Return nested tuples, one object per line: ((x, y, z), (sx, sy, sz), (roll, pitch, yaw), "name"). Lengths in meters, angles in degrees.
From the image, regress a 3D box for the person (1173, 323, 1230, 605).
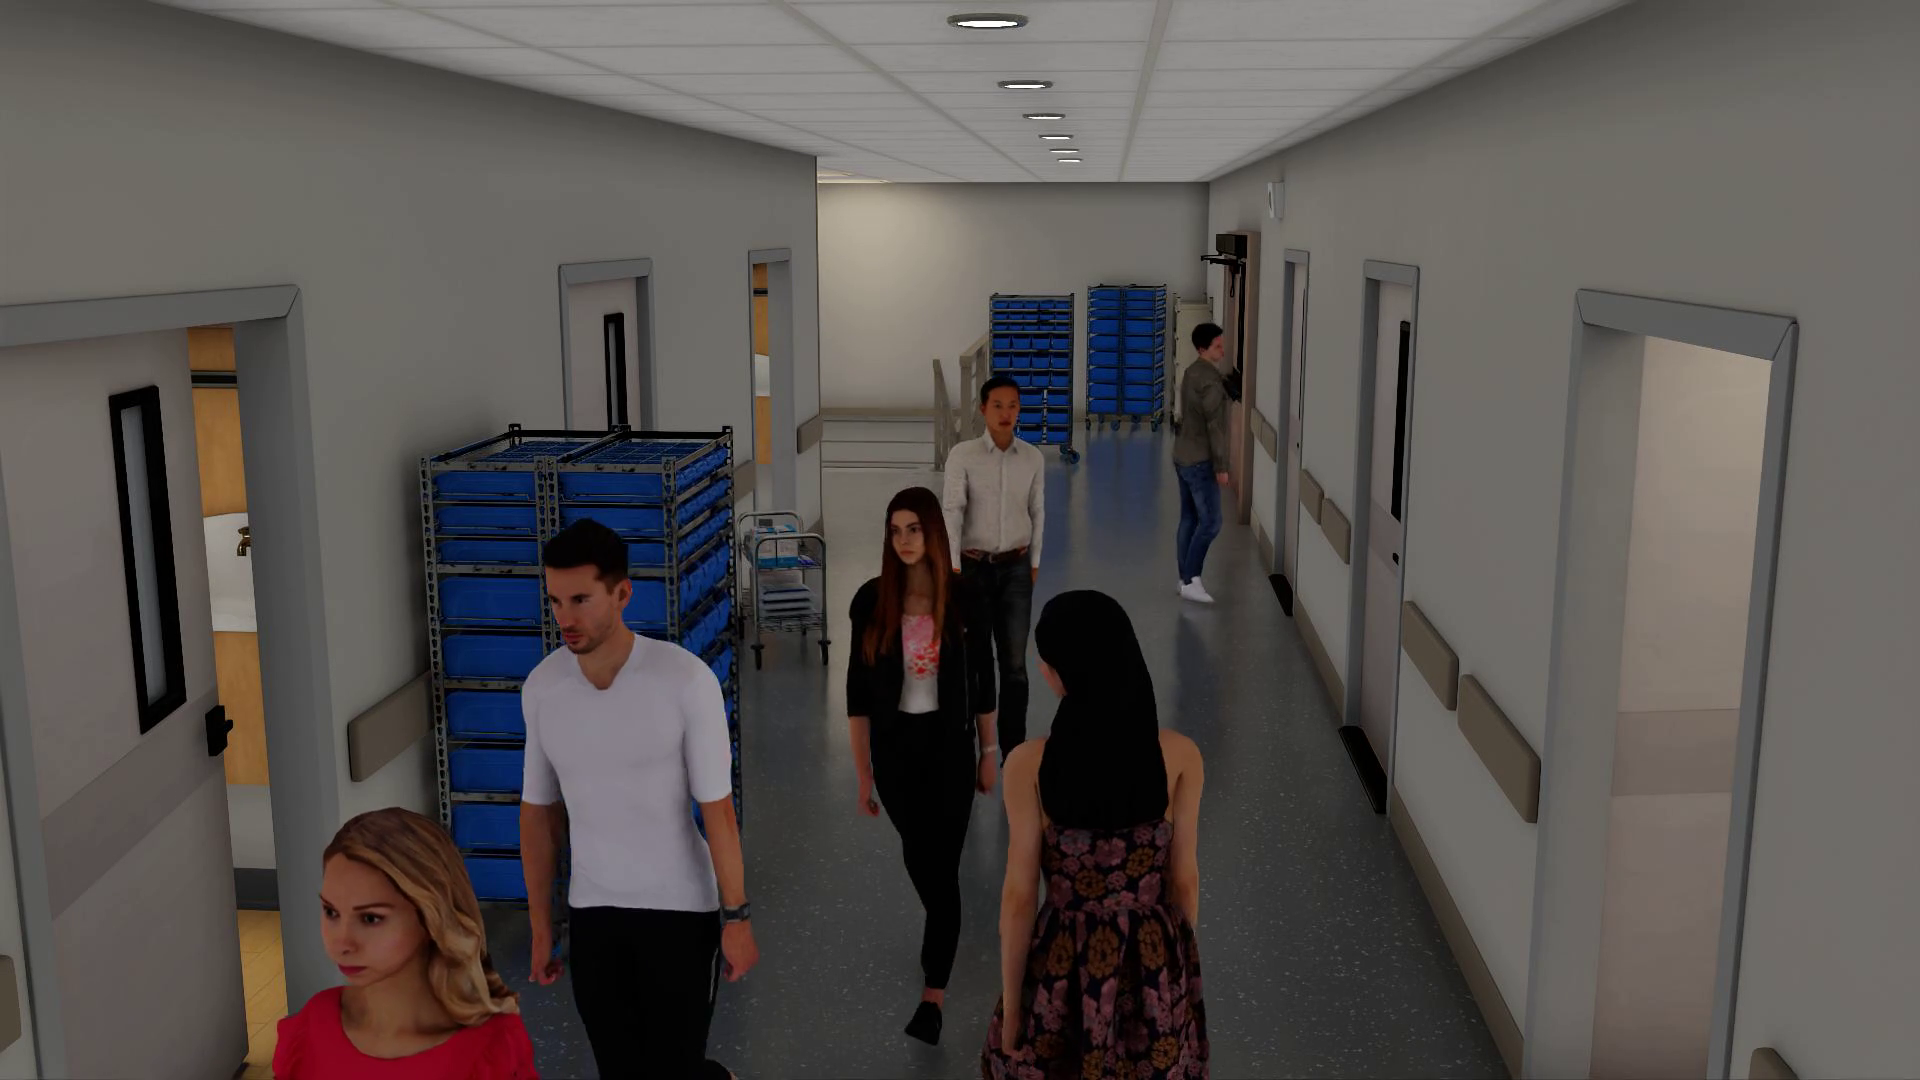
((1.561, -0.519, 11.016), (0.916, 1.849, 0.639), (-4, 12, -22), "person")

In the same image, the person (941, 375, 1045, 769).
((0.112, 0.151, 7.706), (0.922, 1.767, 1.273), (-2, 11, -13), "person")

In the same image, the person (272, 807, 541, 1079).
((-0.746, 1.183, 2.394), (0.618, 1.719, 0.599), (3, 11, 17), "person")

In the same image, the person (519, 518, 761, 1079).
((-0.710, 0.835, 3.914), (0.817, 1.836, 0.893), (3, 11, 14), "person")

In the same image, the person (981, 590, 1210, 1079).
((0.289, 0.984, 3.339), (0.636, 1.759, 0.742), (1, 11, 5), "person")

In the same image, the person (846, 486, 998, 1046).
((-0.110, 0.668, 5.272), (0.609, 1.658, 1.192), (1, 11, 6), "person")
